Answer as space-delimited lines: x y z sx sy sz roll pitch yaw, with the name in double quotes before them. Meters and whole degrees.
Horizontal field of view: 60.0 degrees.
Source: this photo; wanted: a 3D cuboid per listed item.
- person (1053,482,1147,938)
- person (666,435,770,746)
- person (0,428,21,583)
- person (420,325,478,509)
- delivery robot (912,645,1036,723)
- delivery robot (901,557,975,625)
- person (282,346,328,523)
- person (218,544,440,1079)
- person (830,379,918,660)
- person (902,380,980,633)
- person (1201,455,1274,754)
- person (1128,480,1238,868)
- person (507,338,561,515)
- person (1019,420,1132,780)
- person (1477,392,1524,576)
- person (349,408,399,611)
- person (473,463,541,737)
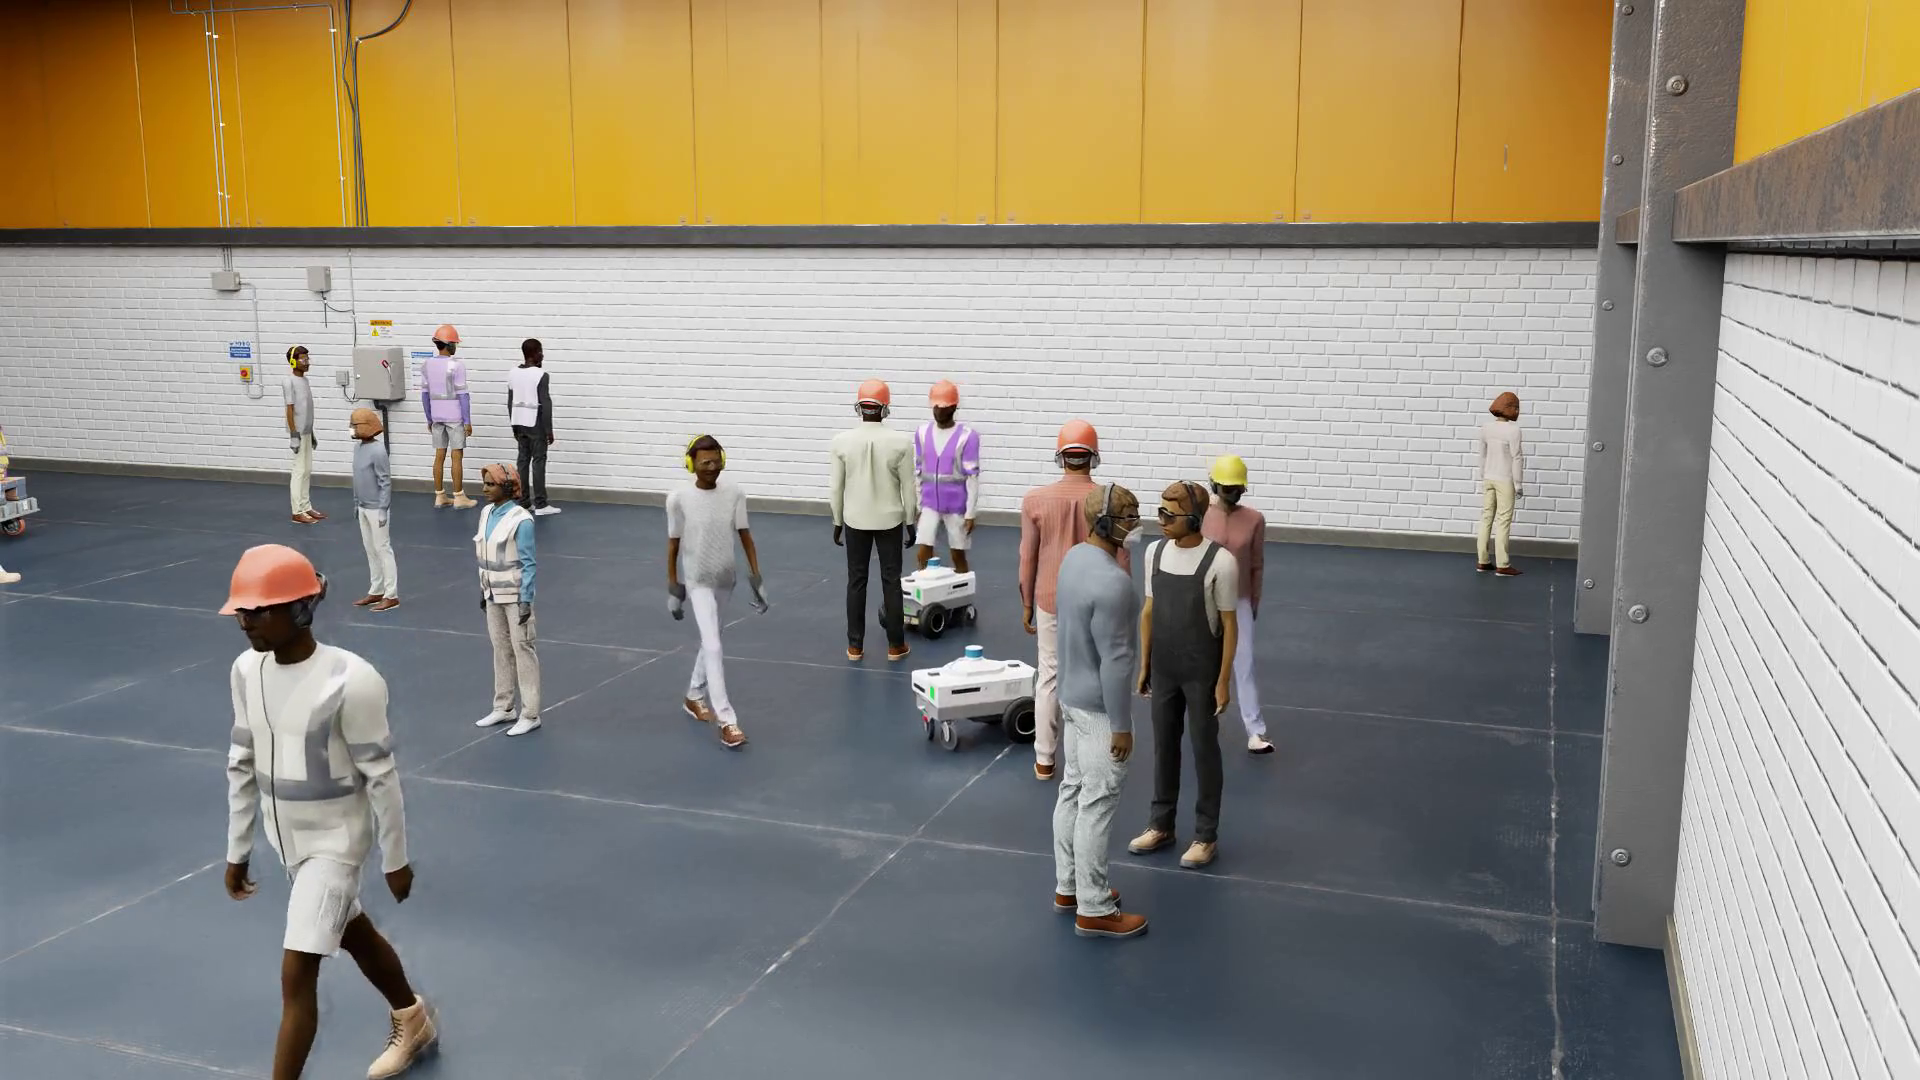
"person" 0.587 0.713 7.094 0.349 1.935 0.635 -2 10 -14
"person" -1.466 0.271 9.933 0.539 1.822 0.969 -7 12 -34
"person" -8.491 -0.540 14.426 0.633 1.841 0.429 8 13 40
"person" -5.668 -1.361 18.480 0.616 2.041 0.379 5 11 25
"delivery robot" 0.081 0.869 9.847 0.707 0.478 0.477 -4 11 -22
"delivery robot" -0.203 0.373 12.636 0.477 0.478 0.707 8 13 40
"person" -6.945 -1.117 17.589 0.319 1.870 0.532 0 10 -1
"person" -2.135 0.979 5.487 0.606 1.979 1.079 6 12 29
"person" -0.602 -0.136 11.713 0.620 1.994 0.381 1 10 3
"person" -0.165 -0.234 12.497 0.573 1.908 0.798 5 11 24
"person" 1.534 0.379 9.570 0.534 1.721 0.875 -1 10 -6
"person" 1.064 0.625 7.859 0.507 1.841 0.339 9 13 41
"person" -4.662 -1.226 18.078 0.590 1.915 0.389 6 12 32
"person" 0.627 0.337 9.078 0.615 1.987 0.407 2 10 9
"person" 4.814 -0.502 14.791 0.279 1.633 0.498 -5 11 -24
"person" -4.725 -0.246 13.351 0.266 1.631 0.507 -9 14 -43
"person" -2.715 0.349 9.984 0.512 1.641 0.309 9 13 41
